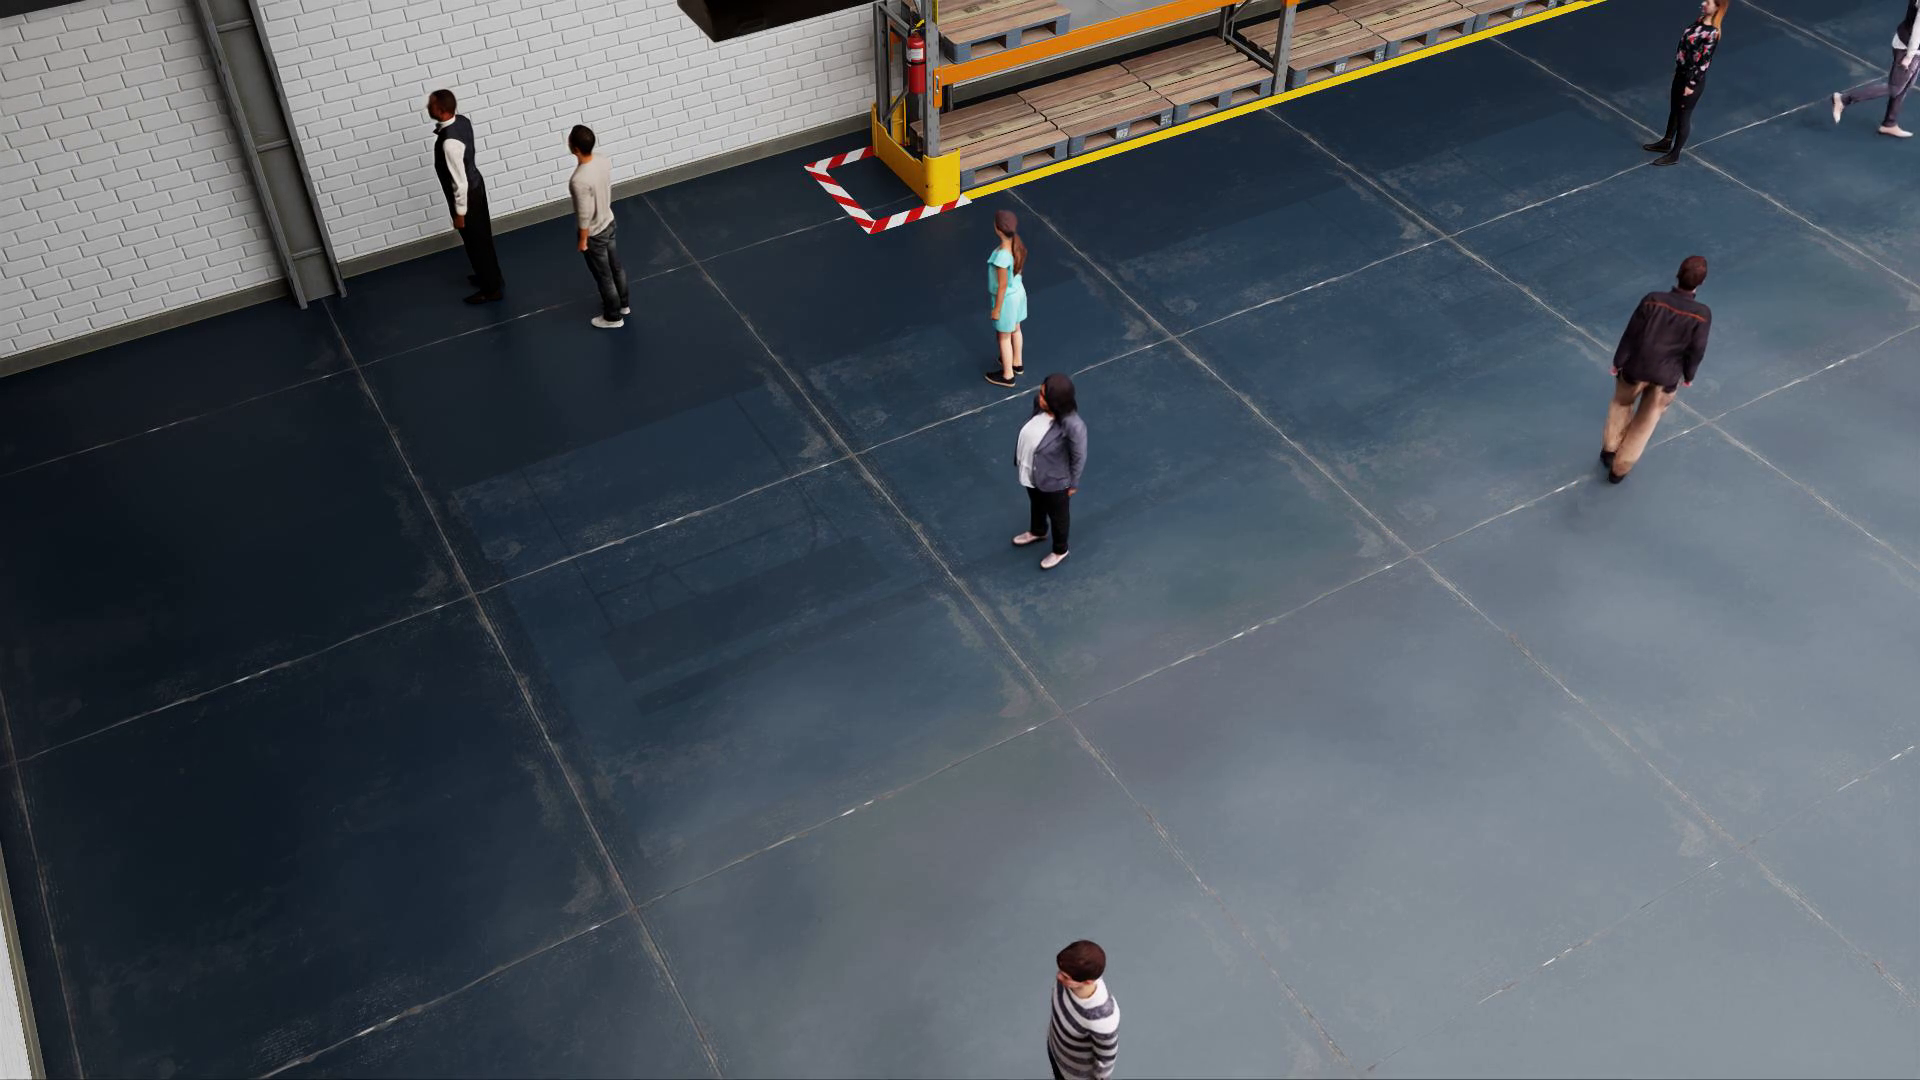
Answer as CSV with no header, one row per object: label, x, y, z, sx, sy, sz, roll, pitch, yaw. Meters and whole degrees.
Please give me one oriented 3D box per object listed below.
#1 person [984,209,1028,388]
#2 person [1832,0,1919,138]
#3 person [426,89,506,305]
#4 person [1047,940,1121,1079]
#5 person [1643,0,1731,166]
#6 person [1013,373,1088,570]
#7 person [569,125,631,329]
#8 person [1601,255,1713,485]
person,0.367,-1.888,12.921,0.693,1.558,0.602,20,47,20
person,8.831,-4.627,15.616,1.128,1.806,1.120,15,46,15
person,-4.050,-2.828,13.646,0.744,1.918,0.770,-3,44,-4
person,0.595,2.495,8.109,0.575,1.849,0.682,-15,46,-15
person,6.740,-4.272,15.332,0.654,1.683,0.643,0,44,0
person,0.620,-0.494,11.429,0.668,1.597,0.686,-26,49,-25
person,-2.914,-2.528,13.408,0.780,1.812,0.714,11,45,12
person,4.922,-1.157,11.895,0.844,1.914,0.860,21,47,20
